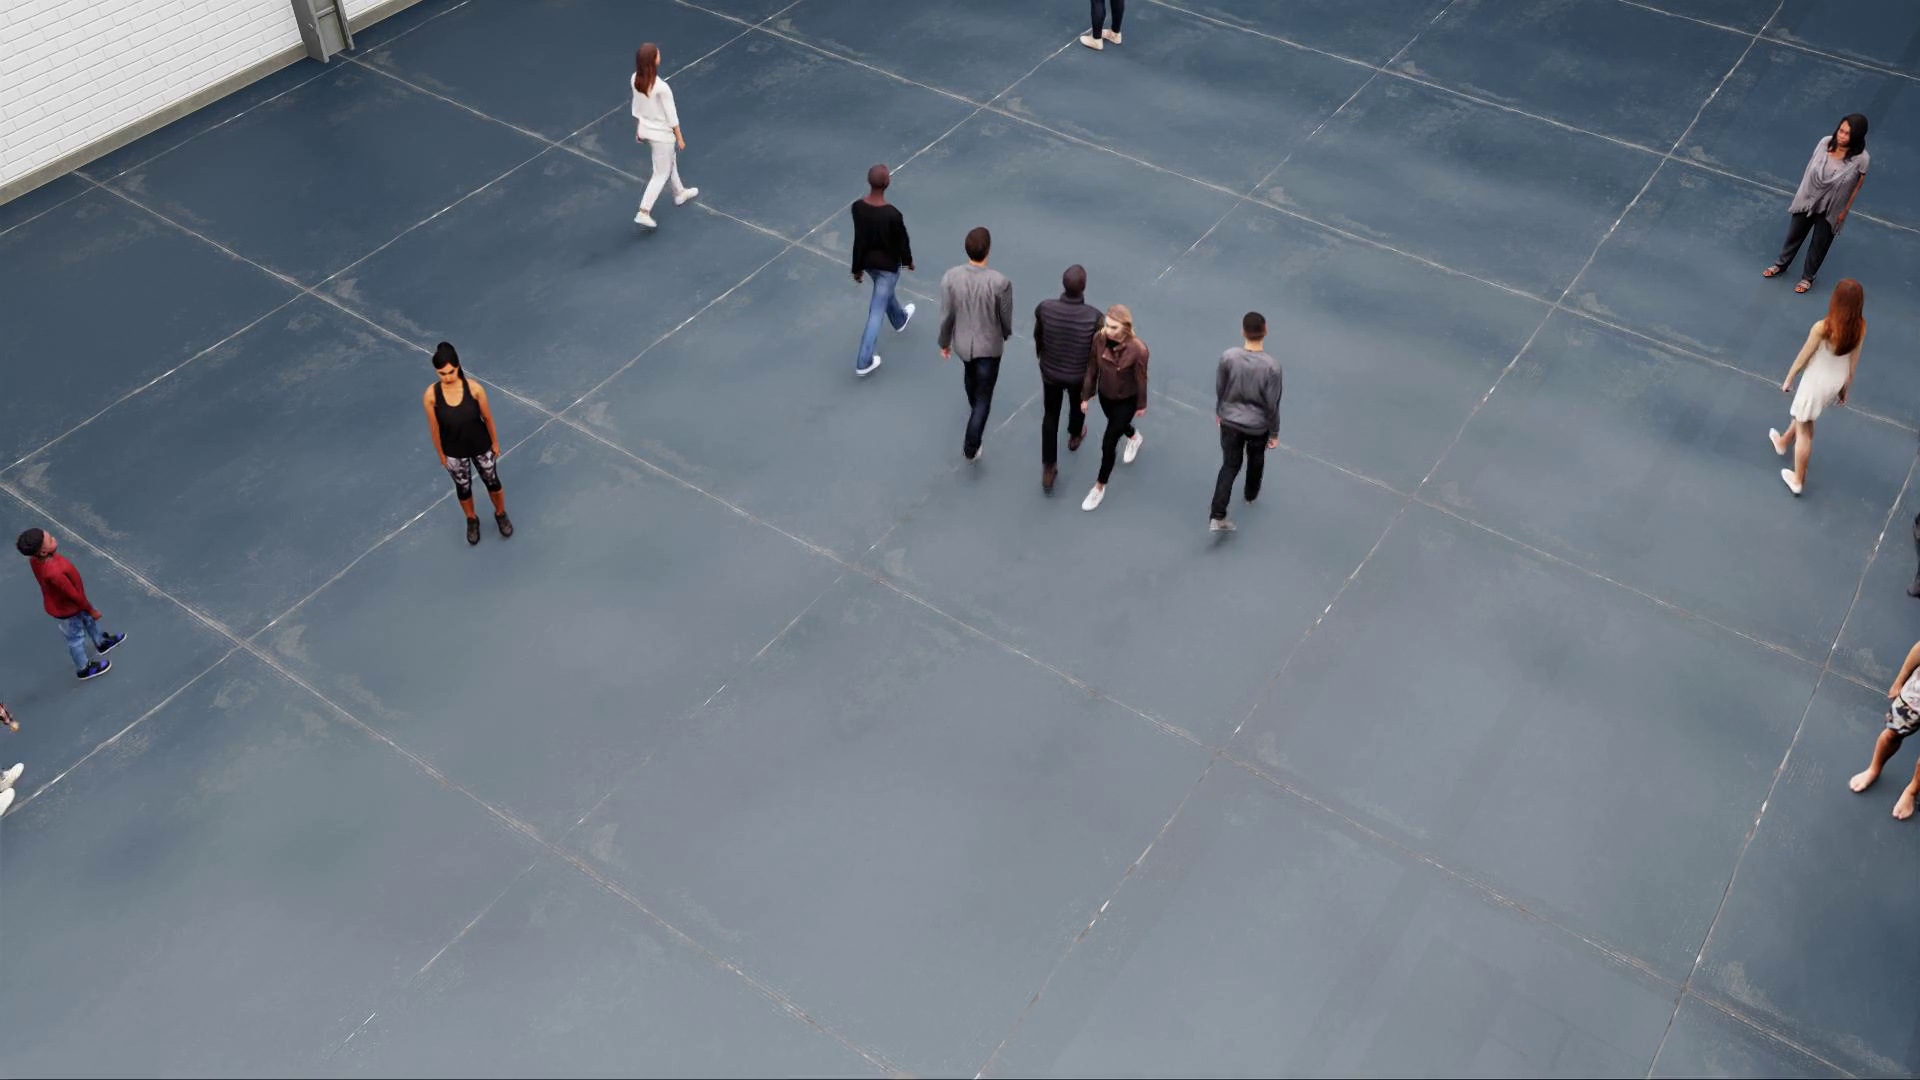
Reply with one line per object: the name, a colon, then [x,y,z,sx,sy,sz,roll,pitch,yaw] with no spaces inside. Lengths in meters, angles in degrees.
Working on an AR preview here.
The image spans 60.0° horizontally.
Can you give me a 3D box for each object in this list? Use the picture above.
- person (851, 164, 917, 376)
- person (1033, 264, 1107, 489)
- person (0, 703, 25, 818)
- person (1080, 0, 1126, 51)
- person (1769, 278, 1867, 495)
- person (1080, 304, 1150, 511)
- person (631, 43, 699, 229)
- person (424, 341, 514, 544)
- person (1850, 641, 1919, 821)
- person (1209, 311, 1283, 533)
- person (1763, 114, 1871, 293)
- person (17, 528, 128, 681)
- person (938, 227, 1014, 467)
person: [-0.660,-2.094,13.126,0.664,1.698,1.200,21,48,21]
person: [0.739,-1.180,12.087,0.947,1.808,1.160,9,44,9]
person: [-5.965,1.194,9.984,0.677,1.271,0.748,-1,44,-1]
person: [1.575,-5.940,17.084,0.618,1.807,0.764,-32,52,-29]
person: [6.280,-1.067,12.066,0.905,1.673,1.002,-3,44,-3]
person: [1.183,-1.066,12.075,0.604,1.660,1.087,26,49,24]
person: [-2.713,-3.538,14.671,0.638,1.657,1.067,29,51,27]
person: [-3.464,-0.684,11.672,0.619,1.662,0.713,-14,45,-14]
person: [5.845,0.915,9.886,0.703,1.811,0.624,33,53,30]
person: [1.974,-0.780,11.724,0.810,1.730,1.110,19,47,19]
person: [7.280,-2.869,14.003,0.725,1.610,0.695,-31,52,-28]
person: [-5.865,0.444,10.789,0.669,1.246,0.578,-31,52,-28]
person: [0.125,-1.385,12.289,0.879,1.826,1.251,13,45,14]
